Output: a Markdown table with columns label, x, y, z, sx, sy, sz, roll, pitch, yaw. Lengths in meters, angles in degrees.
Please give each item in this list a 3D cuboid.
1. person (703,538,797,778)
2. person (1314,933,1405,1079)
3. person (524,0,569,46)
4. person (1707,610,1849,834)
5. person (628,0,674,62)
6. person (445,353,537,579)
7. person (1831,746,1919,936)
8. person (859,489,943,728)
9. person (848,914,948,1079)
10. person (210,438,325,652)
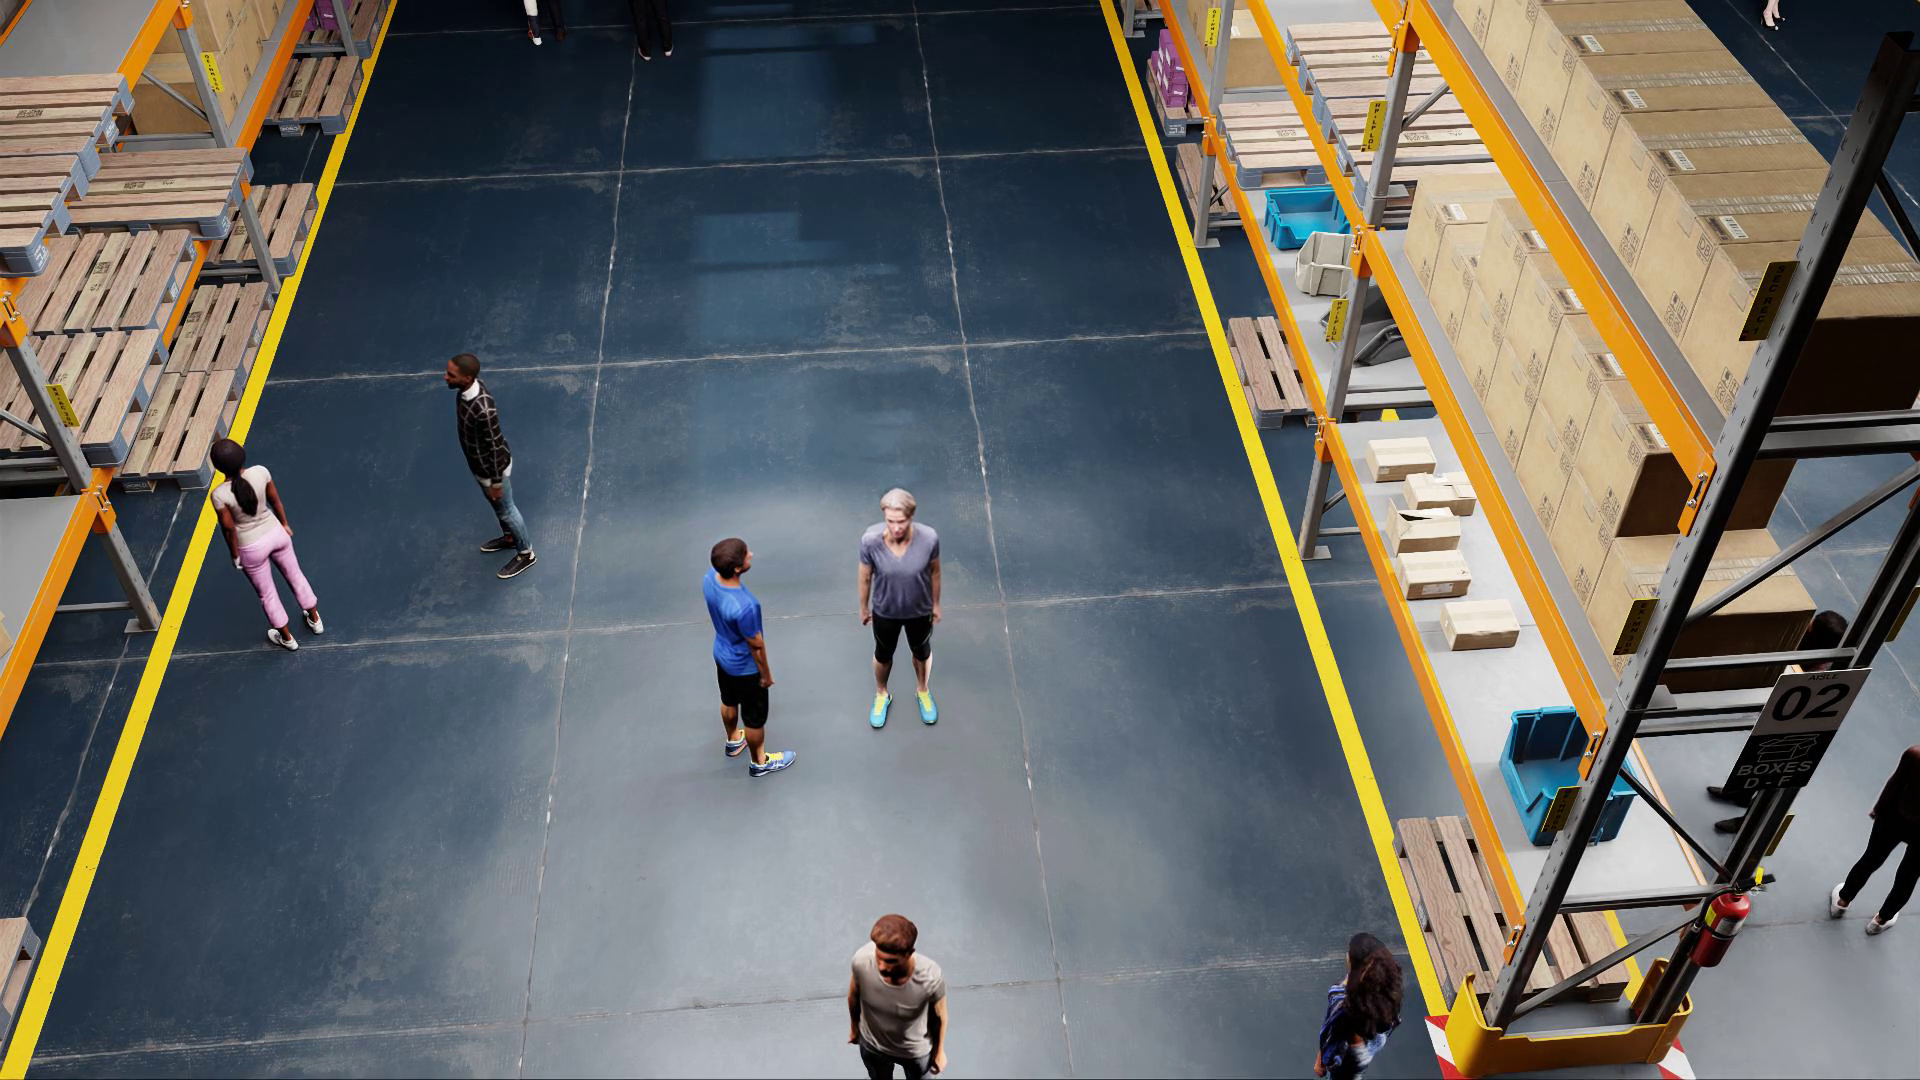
| label | x | y | z | sx | sy | sz | roll | pitch | yaw |
| --- | --- | --- | --- | --- | --- | --- | --- | --- | --- |
| person | -1.330 | 0.705 | 10.000 | 0.765 | 1.869 | 0.678 | -30 | 51 | -28 |
| person | 1.979 | 2.531 | 8.267 | 0.882 | 1.613 | 0.839 | 33 | 52 | 30 |
| person | -4.396 | -6.029 | 17.051 | 0.736 | 1.891 | 0.649 | -11 | 45 | -11 |
| person | 4.803 | 1.066 | 9.686 | 0.759 | 1.778 | 0.539 | 6 | 44 | 7 |
| person | -3.195 | -5.652 | 16.869 | 0.713 | 1.597 | 0.704 | -11 | 45 | -11 |
| person | -3.199 | -0.536 | 11.337 | 0.799 | 1.821 | 0.659 | -23 | 48 | -22 |
| person | 5.269 | 1.588 | 9.191 | 0.661 | 1.705 | 0.720 | 30 | 51 | 28 |
| person | -0.357 | 0.415 | 10.290 | 0.655 | 1.887 | 0.540 | -3 | 44 | -3 |
| person | -0.305 | 2.424 | 8.173 | 0.734 | 1.899 | 0.697 | 12 | 45 | 12 |
| person | -4.542 | 0.019 | 10.811 | 0.712 | 1.742 | 0.653 | 30 | 51 | 28 |
